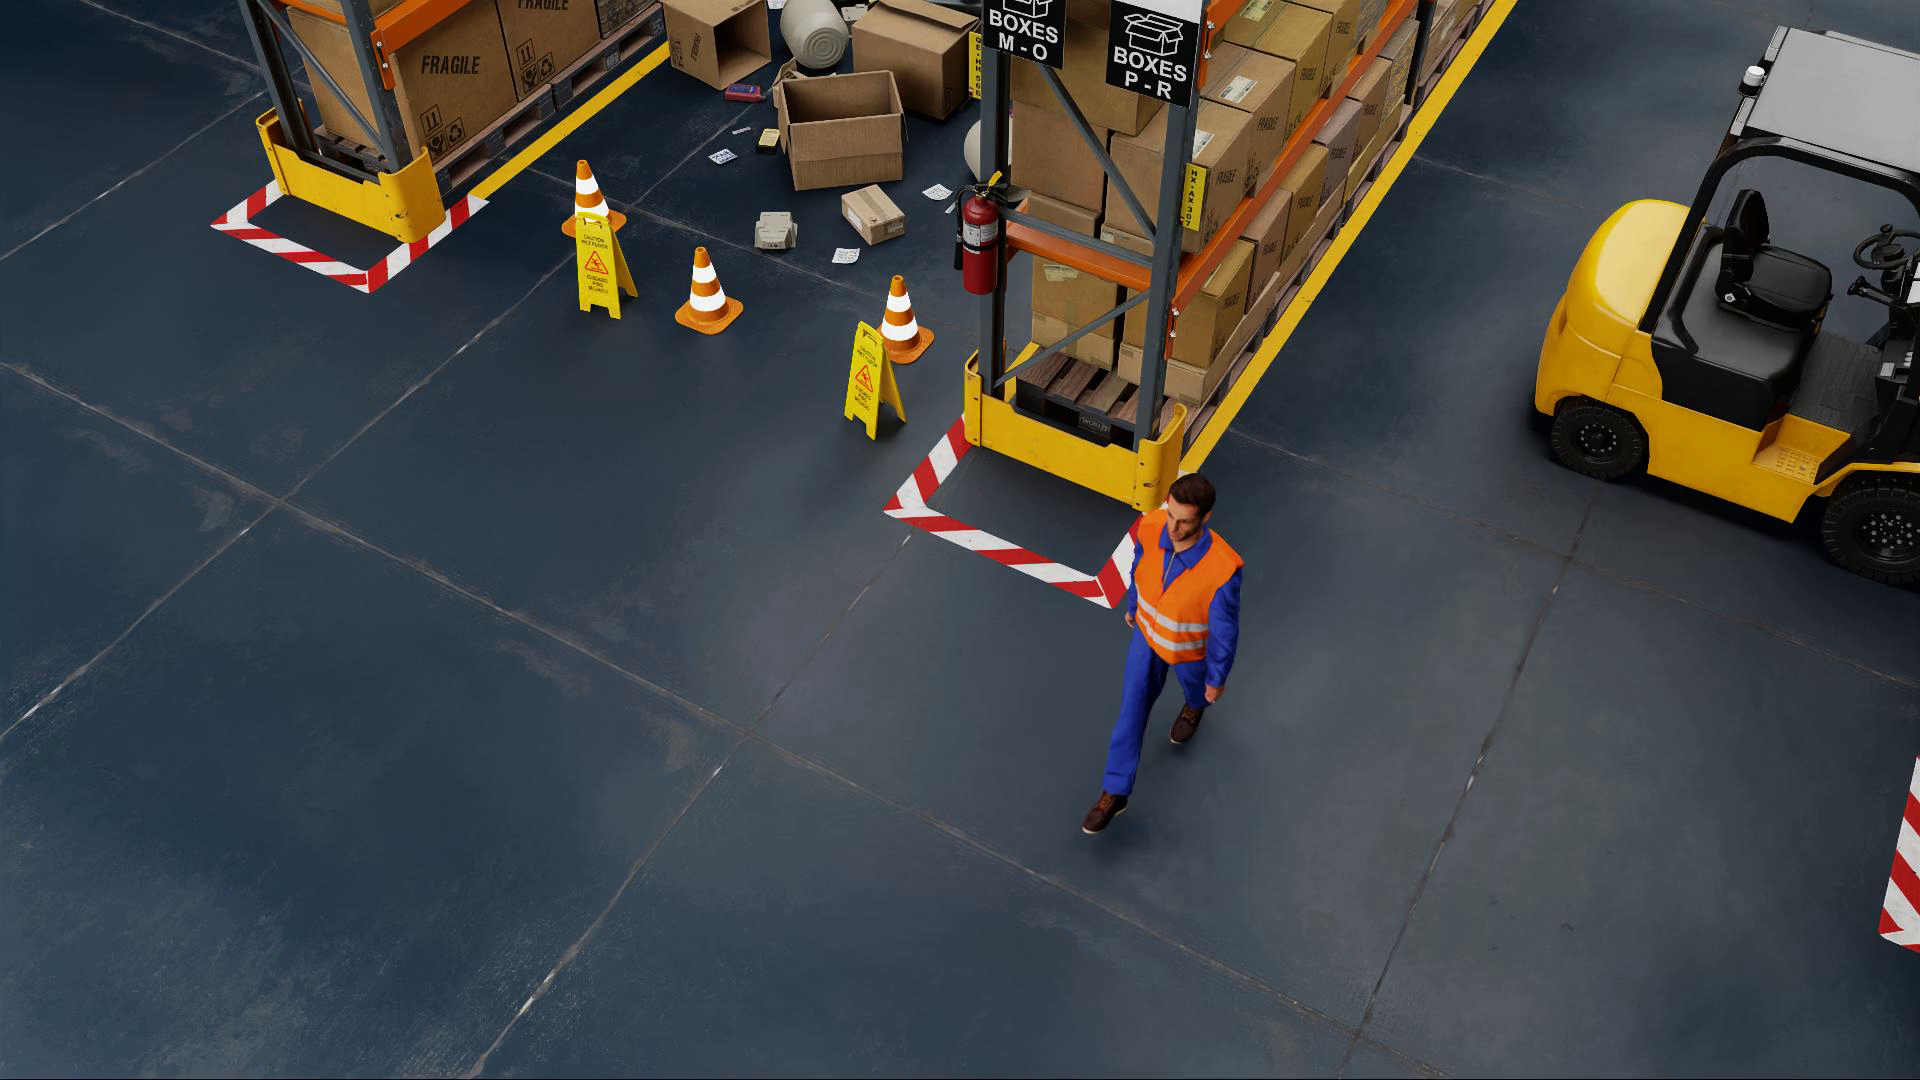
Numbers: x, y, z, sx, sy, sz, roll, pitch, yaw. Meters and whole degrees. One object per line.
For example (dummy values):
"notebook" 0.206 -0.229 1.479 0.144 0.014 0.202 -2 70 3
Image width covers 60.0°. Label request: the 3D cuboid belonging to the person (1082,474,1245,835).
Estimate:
"person" 0.956 0.370 6.991 0.753 1.817 1.204 26 52 22
